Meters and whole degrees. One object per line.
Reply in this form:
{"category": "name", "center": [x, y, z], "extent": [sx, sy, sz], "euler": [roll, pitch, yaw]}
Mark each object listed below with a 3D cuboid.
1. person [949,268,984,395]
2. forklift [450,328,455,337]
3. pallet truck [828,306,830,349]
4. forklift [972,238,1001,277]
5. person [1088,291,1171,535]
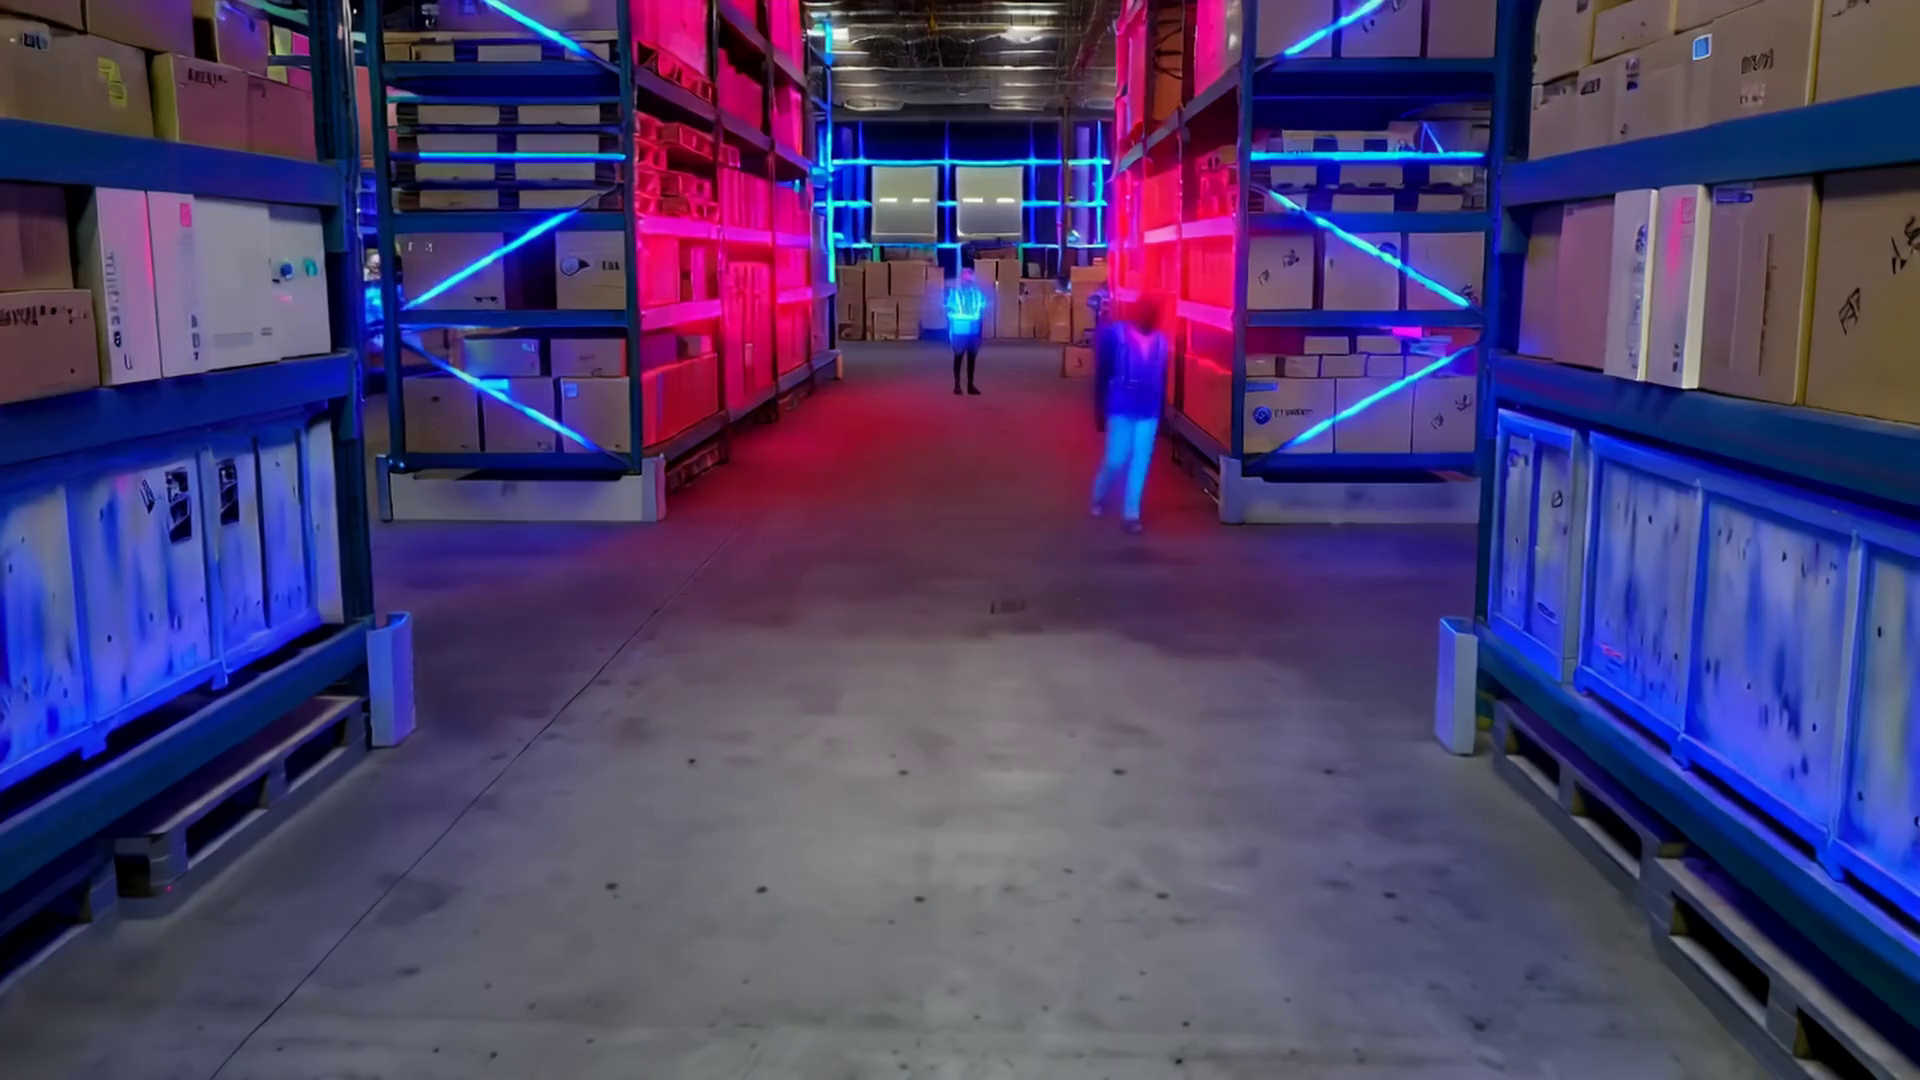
{"category": "person", "center": [0.113, -3.181, 25.435], "extent": [0.551, 1.935, 0.371], "euler": [-4, 10, -22]}
{"category": "forklift", "center": [-13.017, -6.754, 44.018], "extent": [1.129, 2.768, 1.873], "euler": [0, 9, 1]}
{"category": "pallet truck", "center": [-3.100, -3.940, 29.800], "extent": [1.885, 1.965, 0.823], "euler": [3, 10, 19]}
{"category": "forklift", "center": [0.867, -8.532, 54.668], "extent": [1.129, 2.768, 1.873], "euler": [0, 9, 1]}
{"category": "person", "center": [1.275, -0.954, 12.471], "extent": [0.658, 1.812, 0.548], "euler": [-4, 10, -22]}
